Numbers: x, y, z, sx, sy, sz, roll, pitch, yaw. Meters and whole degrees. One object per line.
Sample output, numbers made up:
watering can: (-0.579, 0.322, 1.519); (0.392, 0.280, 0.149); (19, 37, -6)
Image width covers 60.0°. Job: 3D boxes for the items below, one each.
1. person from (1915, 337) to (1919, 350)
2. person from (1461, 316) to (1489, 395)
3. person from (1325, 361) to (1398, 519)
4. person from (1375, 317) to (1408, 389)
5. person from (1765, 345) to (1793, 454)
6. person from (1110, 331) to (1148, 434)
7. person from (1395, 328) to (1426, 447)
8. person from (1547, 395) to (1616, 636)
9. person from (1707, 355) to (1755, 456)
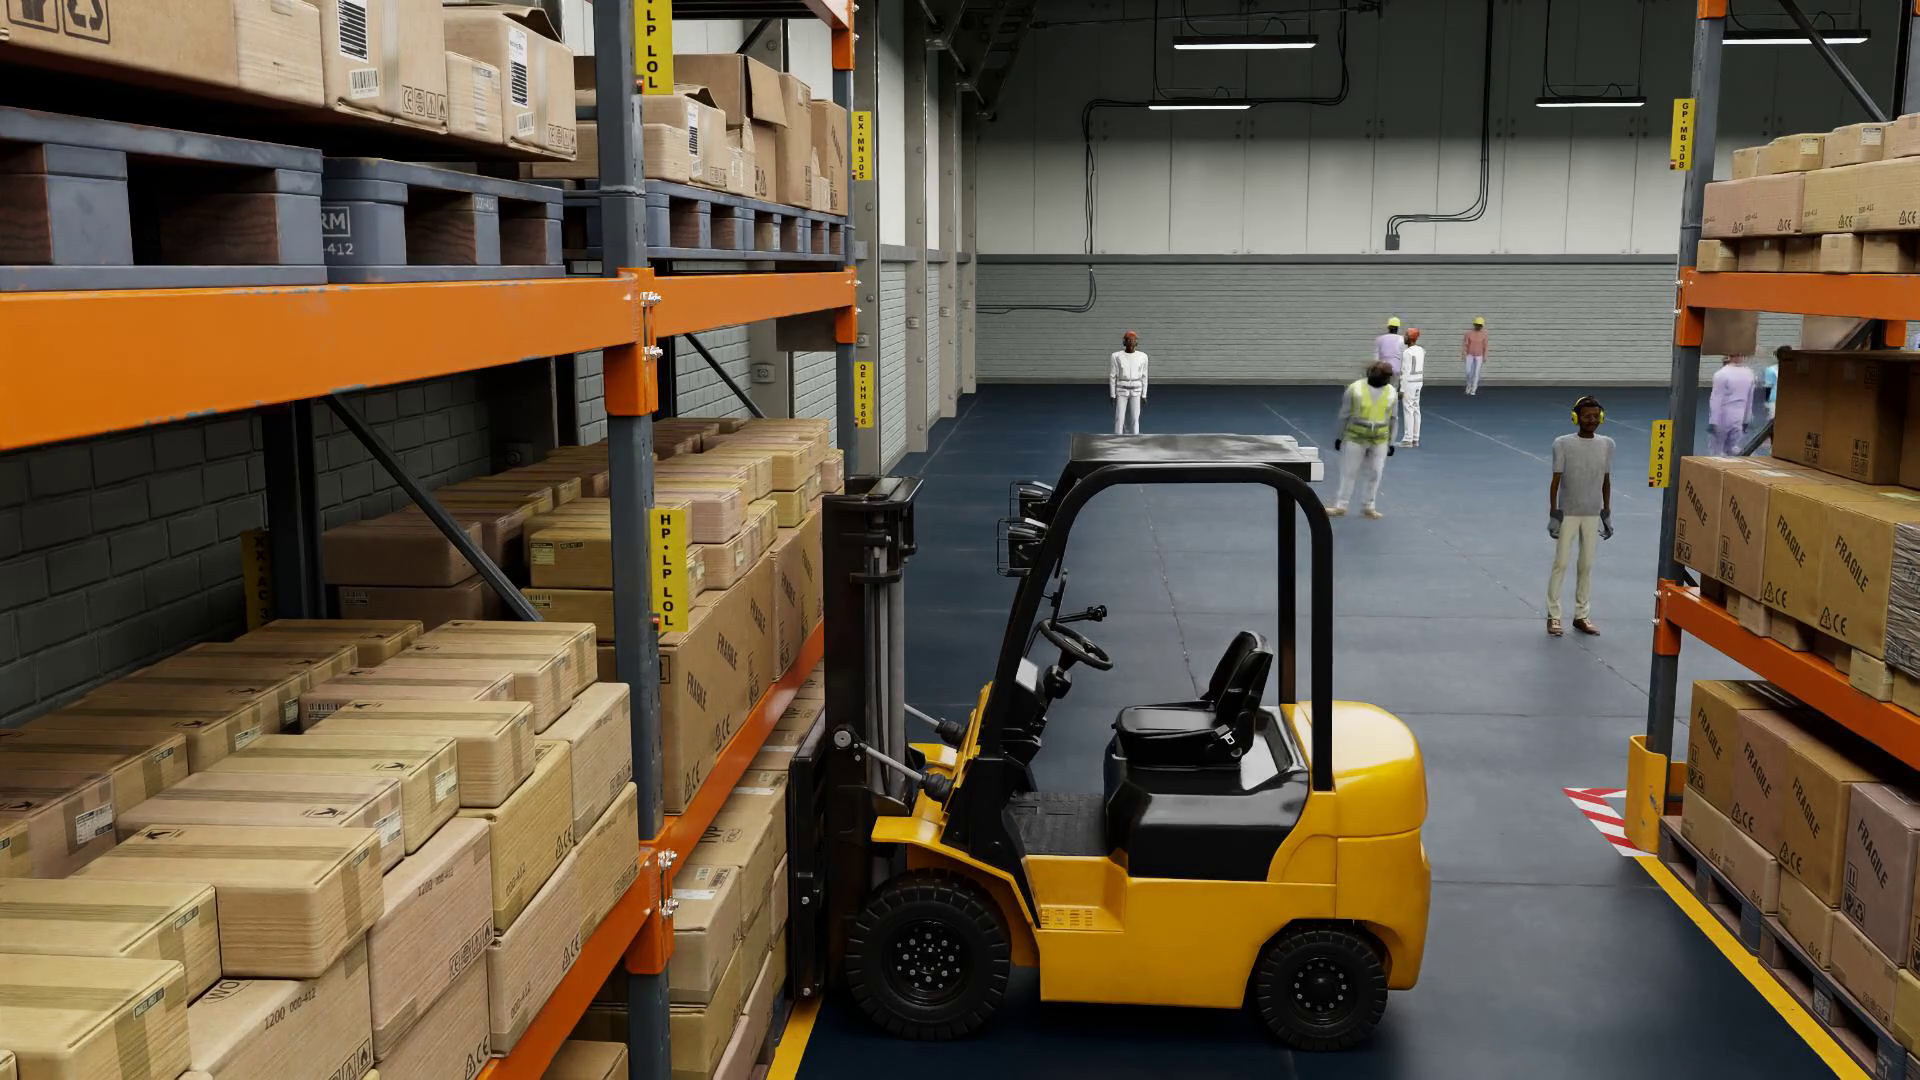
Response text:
person: (18.023, -3.195, 31.093); (0.398, 1.917, 0.784); (5, 11, 30)
person: (11.336, -4.048, 36.632); (0.561, 1.744, 0.502); (3, 10, 19)
person: (4.555, -1.125, 18.797); (0.766, 1.803, 0.461); (0, 9, 3)
person: (8.042, -3.181, 30.925); (0.589, 1.904, 0.666); (6, 11, 32)
person: (12.297, -2.093, 25.006); (0.541, 1.680, 0.518); (-3, 10, -15)
person: (2.527, -2.181, 24.931); (0.576, 1.885, 0.355); (-1, 9, -4)
person: (7.112, -2.402, 26.274); (0.356, 1.885, 0.573); (8, 12, 41)
person: (4.822, -0.186, 12.897); (0.521, 1.868, 0.336); (-1, 9, -3)
person: (9.720, -1.526, 20.953); (0.650, 1.888, 0.662); (-5, 10, -26)
